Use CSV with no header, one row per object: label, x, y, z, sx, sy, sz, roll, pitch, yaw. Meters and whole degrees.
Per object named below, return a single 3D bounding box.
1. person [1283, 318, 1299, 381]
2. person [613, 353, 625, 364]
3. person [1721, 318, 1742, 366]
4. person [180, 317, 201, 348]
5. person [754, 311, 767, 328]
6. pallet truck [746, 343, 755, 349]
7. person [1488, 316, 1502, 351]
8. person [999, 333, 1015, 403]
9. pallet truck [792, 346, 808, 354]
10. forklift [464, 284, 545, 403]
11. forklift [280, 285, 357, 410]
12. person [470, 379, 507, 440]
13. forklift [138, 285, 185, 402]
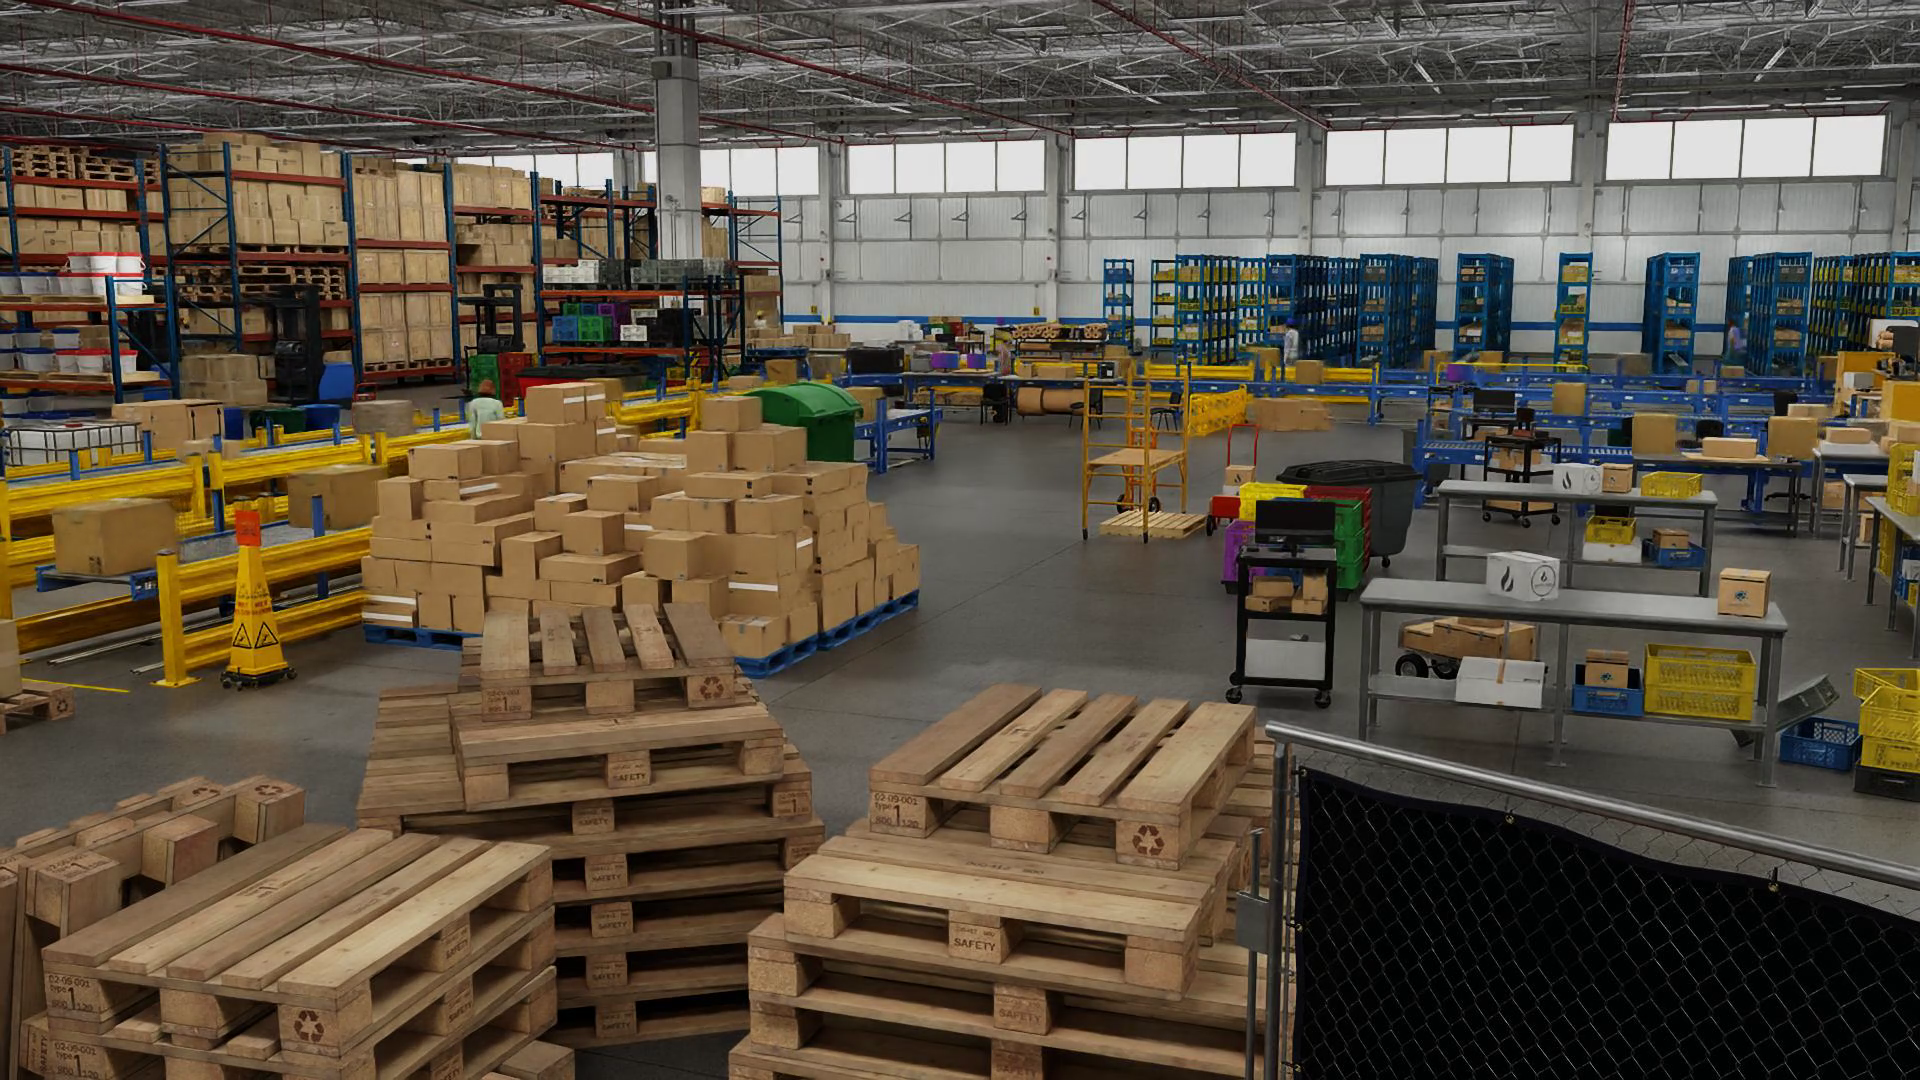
person,8.662,-4.832,43.386,0.632,1.934,0.621,7,12,39
person,-10.781,-6.148,52.409,0.542,1.682,0.604,1,9,9
person,22.259,-5.521,48.141,0.583,1.799,0.919,-9,13,-44
person,-23.058,-5.760,49.690,0.620,1.777,0.943,3,9,16
person,-7.370,-7.614,61.524,0.536,1.721,0.898,4,10,21
pallet truck,-6.183,-4.618,44.264,1.601,1.201,0.680,-9,12,-43
person,16.309,-5.978,50.951,0.552,1.817,0.615,3,9,16
person,1.013,-3.906,38.235,0.890,1.724,0.534,1,9,7
pallet truck,-3.705,-4.298,42.022,0.653,1.274,1.630,3,10,20
forklift,-10.832,-4.702,39.610,1.129,2.768,1.873,3,10,20
forklift,-14.364,-4.198,36.450,1.129,2.768,1.873,5,10,28
person,-6.453,-1.413,22.960,0.513,1.604,0.736,3,10,20
forklift,-17.480,-4.200,36.461,1.873,2.768,1.129,3,10,19
